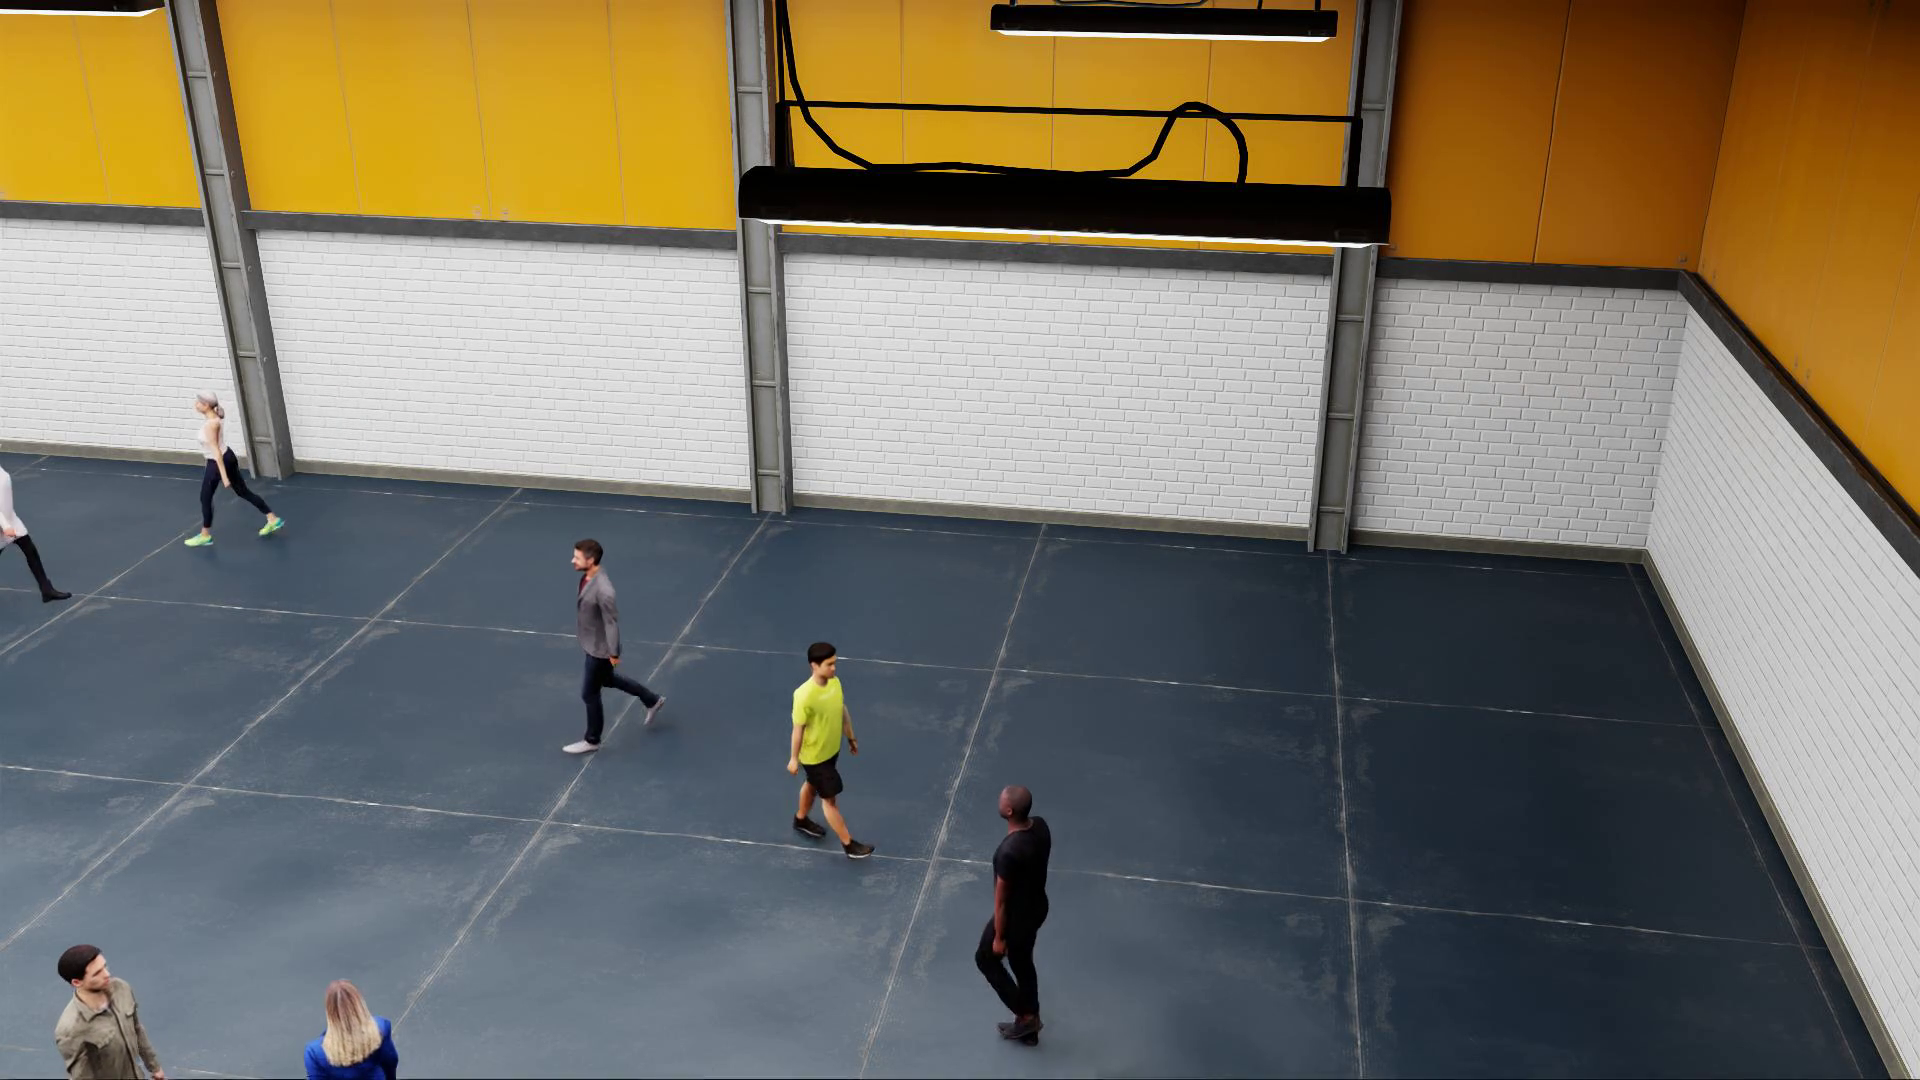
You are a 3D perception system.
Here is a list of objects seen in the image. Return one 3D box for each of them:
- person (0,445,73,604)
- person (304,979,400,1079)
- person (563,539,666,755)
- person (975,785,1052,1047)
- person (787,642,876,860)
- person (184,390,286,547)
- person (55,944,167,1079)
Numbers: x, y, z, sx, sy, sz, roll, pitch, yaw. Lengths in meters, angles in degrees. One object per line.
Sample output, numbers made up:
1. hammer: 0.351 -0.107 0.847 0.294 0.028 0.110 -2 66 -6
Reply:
1. person: -9.135 -0.136 15.670 1.238 1.768 0.851 -2 24 -6
2. person: -3.039 3.040 8.538 1.102 1.661 1.121 -15 28 -30
3. person: -2.817 0.821 13.379 1.237 1.849 1.056 -9 25 -20
4. person: 0.430 2.312 10.022 0.791 1.807 0.788 14 27 28
5. person: -1.082 1.494 12.069 1.132 1.665 0.886 12 26 26
6. person: -7.529 -0.746 17.203 1.272 1.658 0.937 -6 24 -13
7. person: -4.406 2.885 8.637 0.608 1.865 0.711 3 24 6
